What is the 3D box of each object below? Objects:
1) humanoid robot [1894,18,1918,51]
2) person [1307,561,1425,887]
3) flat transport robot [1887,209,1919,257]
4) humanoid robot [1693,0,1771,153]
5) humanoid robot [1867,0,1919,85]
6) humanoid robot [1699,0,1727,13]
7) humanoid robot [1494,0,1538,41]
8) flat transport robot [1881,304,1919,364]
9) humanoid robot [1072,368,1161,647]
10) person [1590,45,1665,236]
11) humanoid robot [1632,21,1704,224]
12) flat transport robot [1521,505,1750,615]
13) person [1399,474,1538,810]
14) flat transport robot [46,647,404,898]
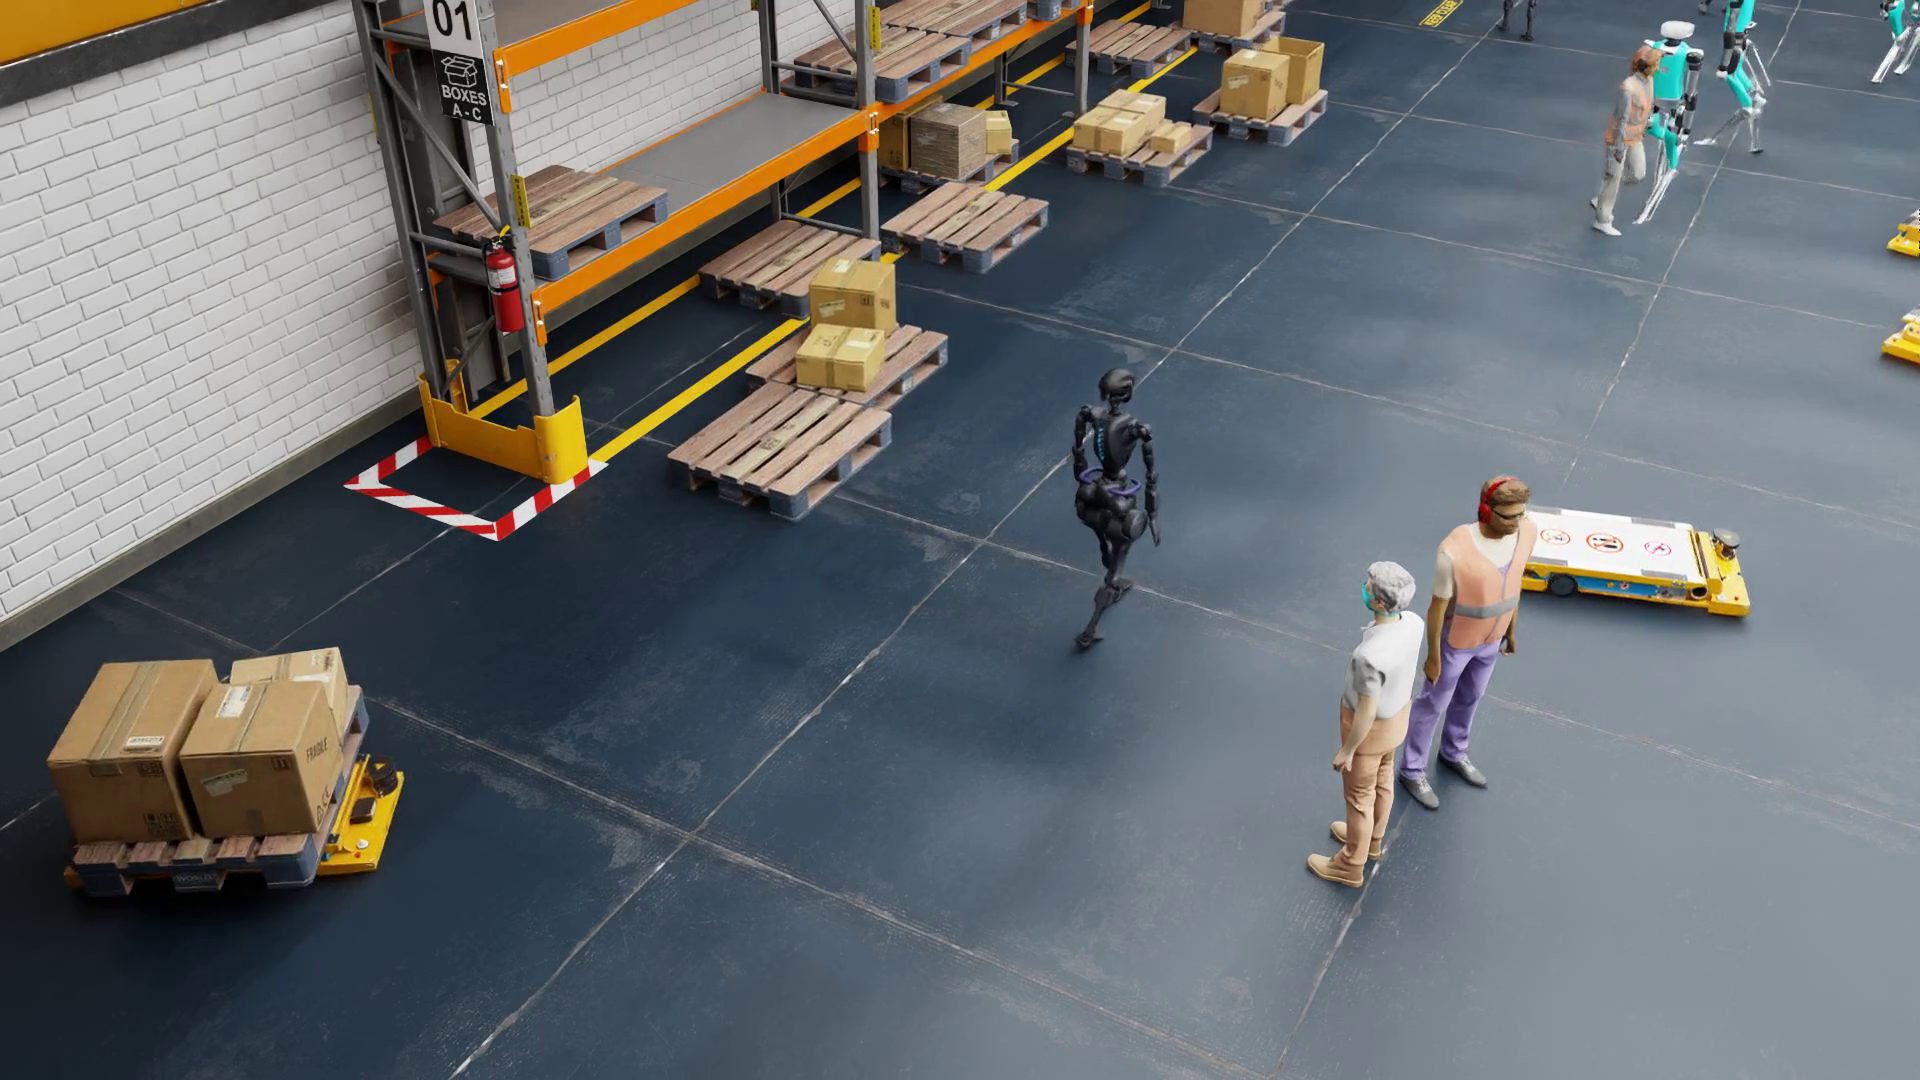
[{"bbox_3d":[10.759,-6.117,18.086,0.538,1.783,0.938,-21,39,-28],"label":"humanoid robot"},{"bbox_3d":[1.856,0.838,7.539,0.324,1.748,0.482,24,40,32],"label":"person"},{"bbox_3d":[8.522,-2.664,14.178,0.659,0.231,1.431,29,43,36],"label":"flat transport robot"},{"bbox_3d":[7.486,-4.449,15.605,0.818,1.822,0.564,19,38,26],"label":"humanoid robot"},{"bbox_3d":[9.914,-5.602,17.311,1.045,1.752,0.557,-27,42,-34],"label":"humanoid robot"},{"bbox_3d":[9.167,-6.987,19.447,0.601,1.643,0.429,-7,34,-10],"label":"humanoid robot"},{"bbox_3d":[6.408,-6.519,18.740,0.602,1.639,0.603,-5,34,-8],"label":"humanoid robot"},{"bbox_3d":[7.616,-1.621,12.600,1.431,0.231,0.659,-28,43,-35],"label":"flat transport robot"},{"bbox_3d":[0.852,-0.225,9.254,0.601,1.625,0.756,25,41,32],"label":"humanoid robot"},{"bbox_3d":[5.606,-3.347,13.980,0.368,1.628,0.526,29,43,36],"label":"person"},{"bbox_3d":[6.114,-3.627,14.331,0.549,1.784,0.844,28,42,35],"label":"humanoid robot"},{"bbox_3d":[3.932,0.113,9.977,1.431,0.231,0.659,7,34,11],"label":"flat transport robot"},{"bbox_3d":[2.445,0.461,8.028,0.559,1.842,0.382,-17,37,-24],"label":"person"},{"bbox_3d":[-3.510,1.360,8.091,1.431,0.231,0.659,-2,34,-3],"label":"flat transport robot"}]
